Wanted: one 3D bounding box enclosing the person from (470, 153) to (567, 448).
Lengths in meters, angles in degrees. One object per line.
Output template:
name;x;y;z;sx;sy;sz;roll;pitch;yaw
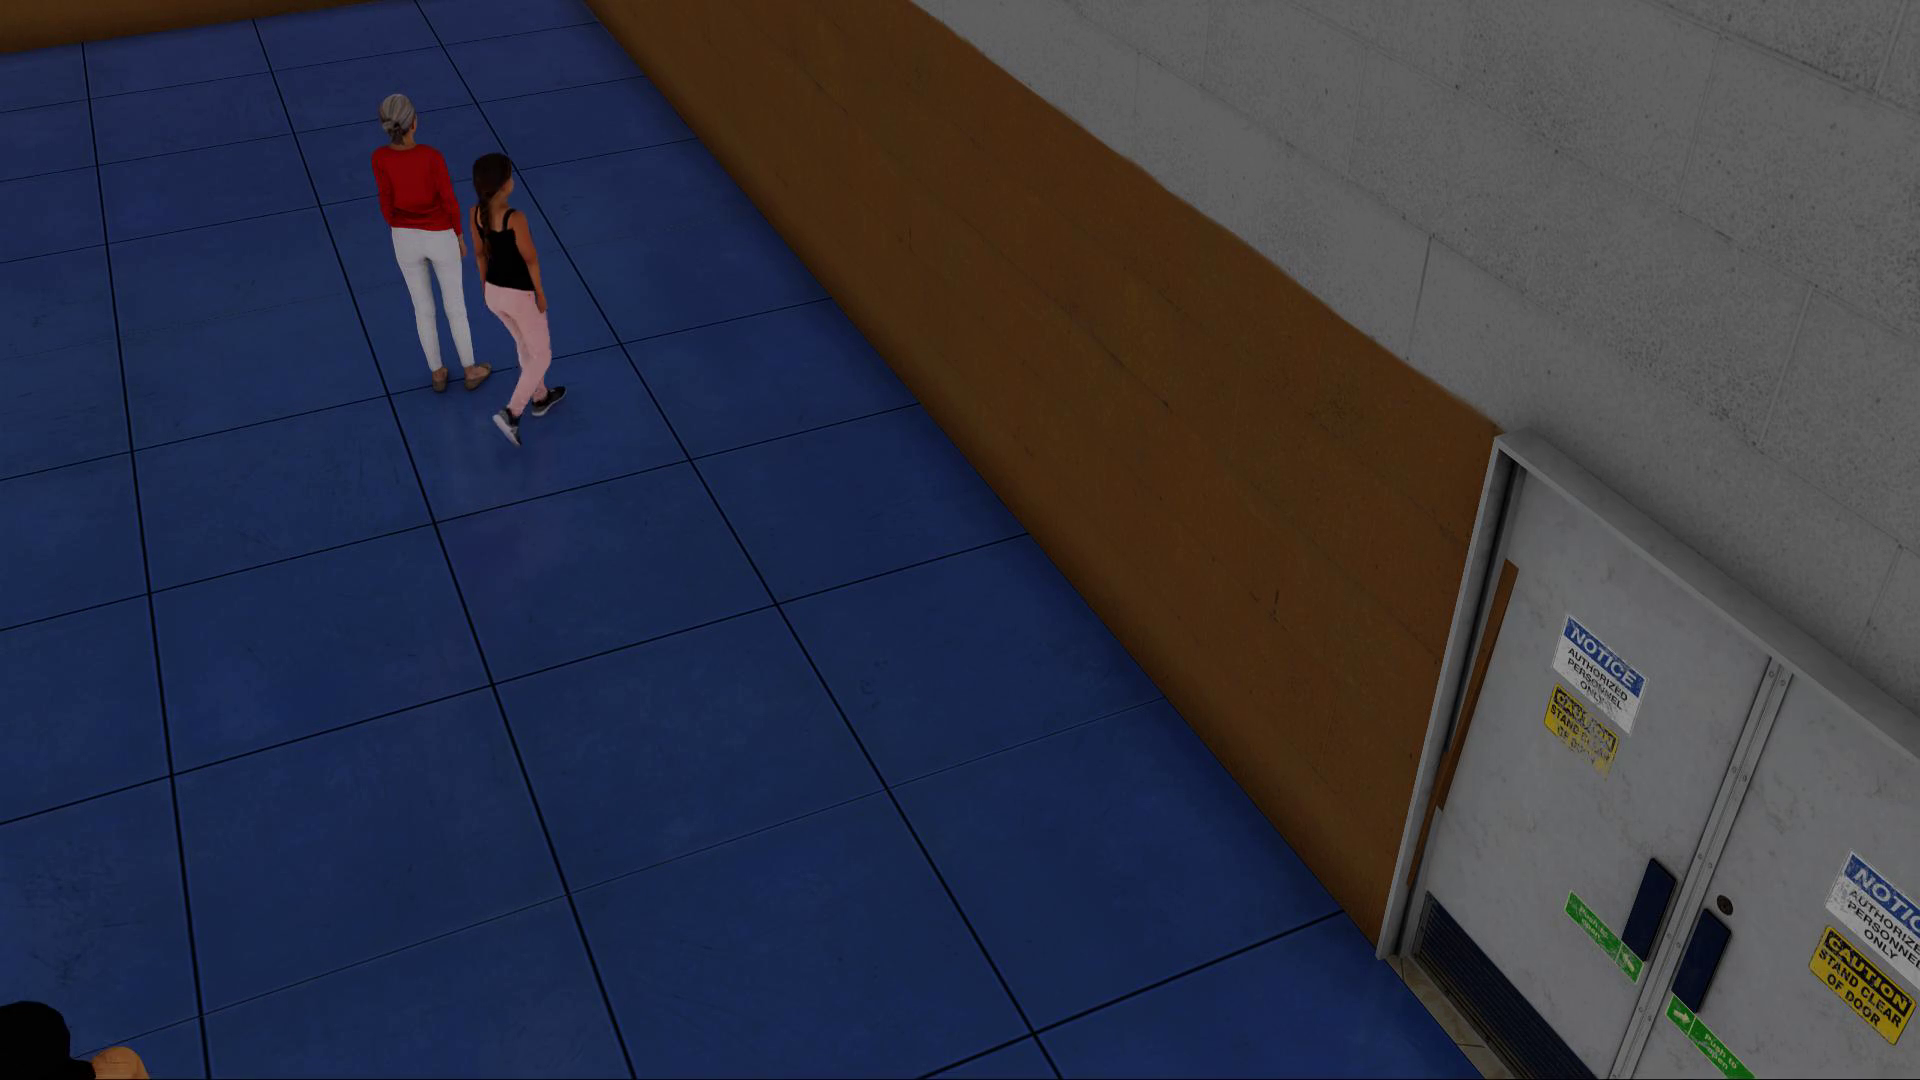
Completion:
person;-2.323;-1.218;8.554;0.869;1.549;0.960;14;39;18

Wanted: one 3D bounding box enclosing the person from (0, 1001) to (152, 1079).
person;-2.187;1.829;4.434;1.006;1.622;1.138;24;43;29

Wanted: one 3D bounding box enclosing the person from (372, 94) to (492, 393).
person;-2.858;-1.575;8.909;0.576;1.693;0.686;-2;37;-3
